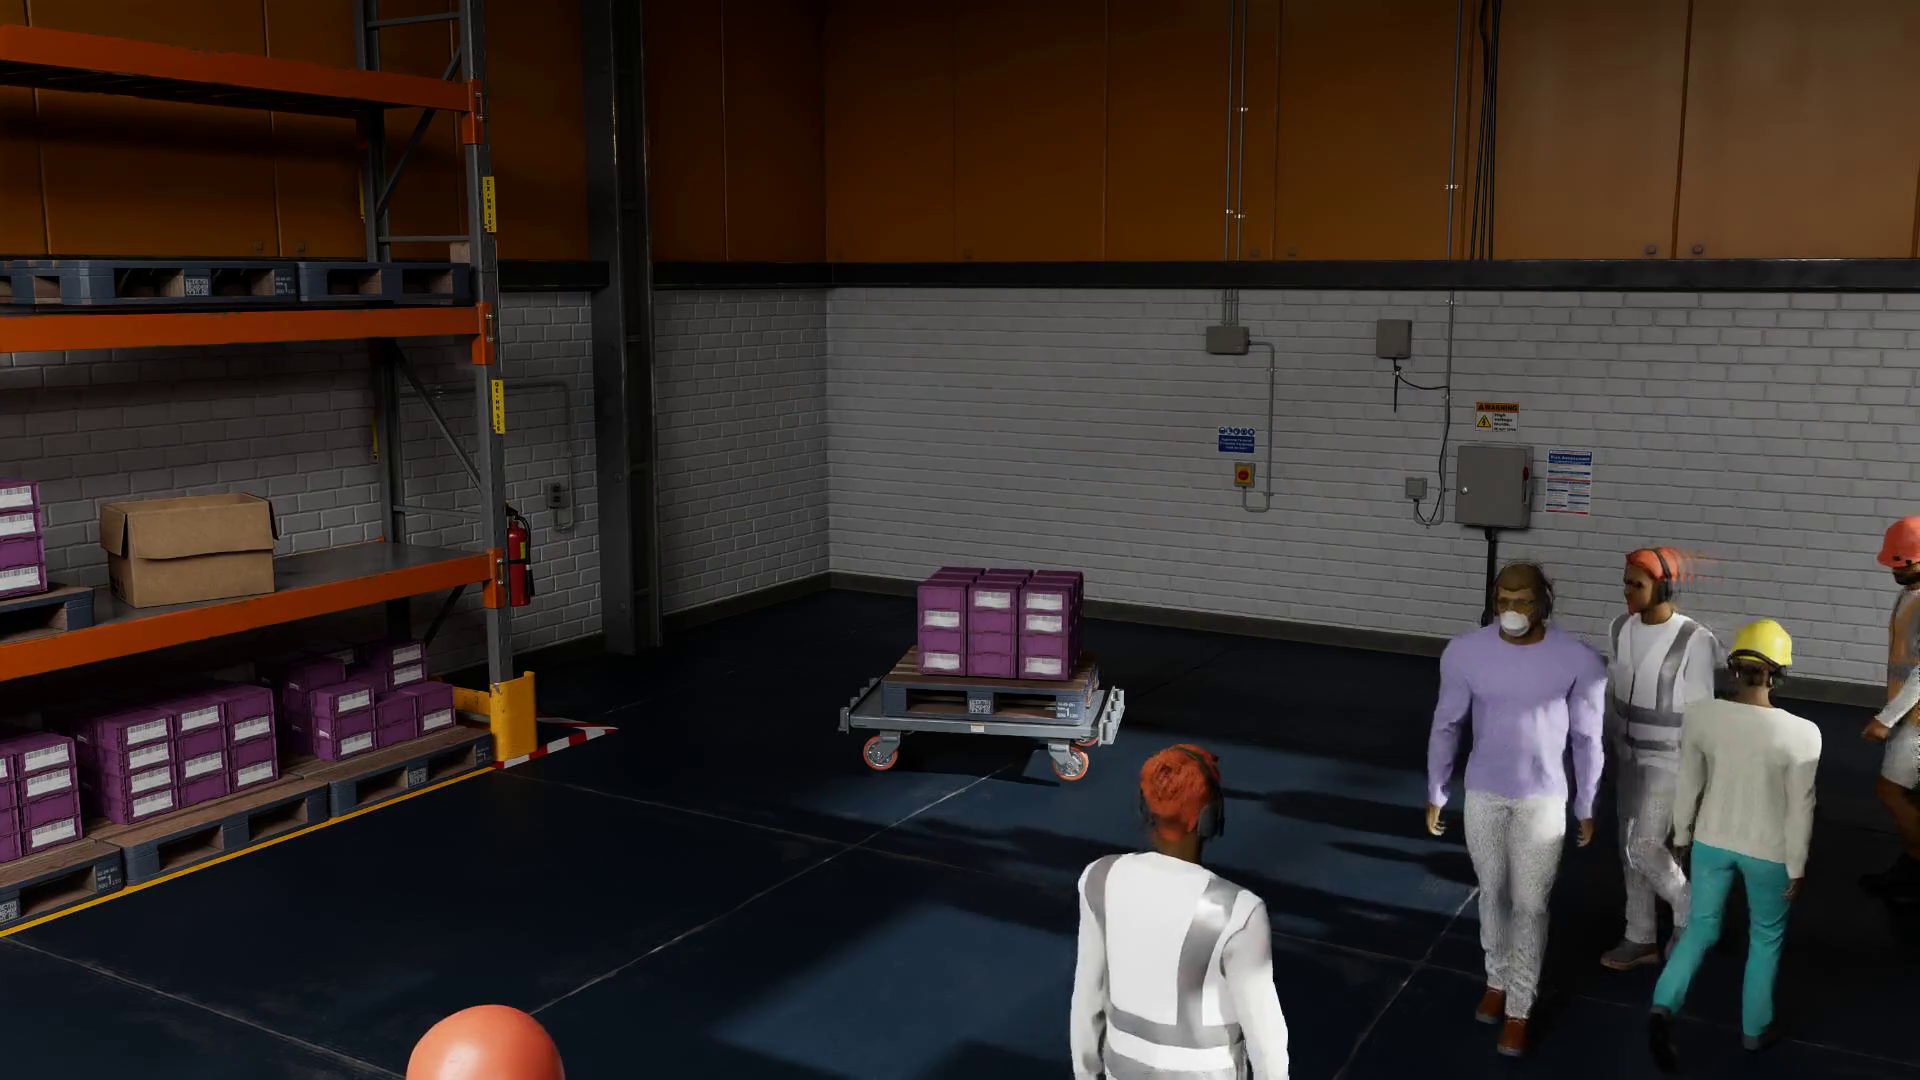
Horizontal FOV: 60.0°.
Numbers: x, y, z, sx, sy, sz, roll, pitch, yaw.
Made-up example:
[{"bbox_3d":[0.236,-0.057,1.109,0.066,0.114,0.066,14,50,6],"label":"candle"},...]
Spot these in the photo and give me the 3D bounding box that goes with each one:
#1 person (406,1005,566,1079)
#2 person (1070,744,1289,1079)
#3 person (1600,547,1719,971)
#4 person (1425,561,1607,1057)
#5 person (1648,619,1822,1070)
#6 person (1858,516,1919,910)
[{"bbox_3d":[-0.678,1.643,2.507,0.622,1.993,0.382,-7,12,-38],"label":"person"},{"bbox_3d":[0.550,1.439,4.312,1.002,1.839,0.572,-8,12,-42],"label":"person"},{"bbox_3d":[2.981,0.954,7.178,0.432,1.871,0.614,-3,10,-18],"label":"person"},{"bbox_3d":[2.139,1.042,6.524,0.647,1.912,0.770,6,11,32],"label":"person"},{"bbox_3d":[2.927,1.167,6.303,0.741,1.737,0.526,-8,12,-42],"label":"person"},{"bbox_3d":[4.509,0.826,7.875,0.459,1.903,0.556,2,9,13],"label":"person"}]
